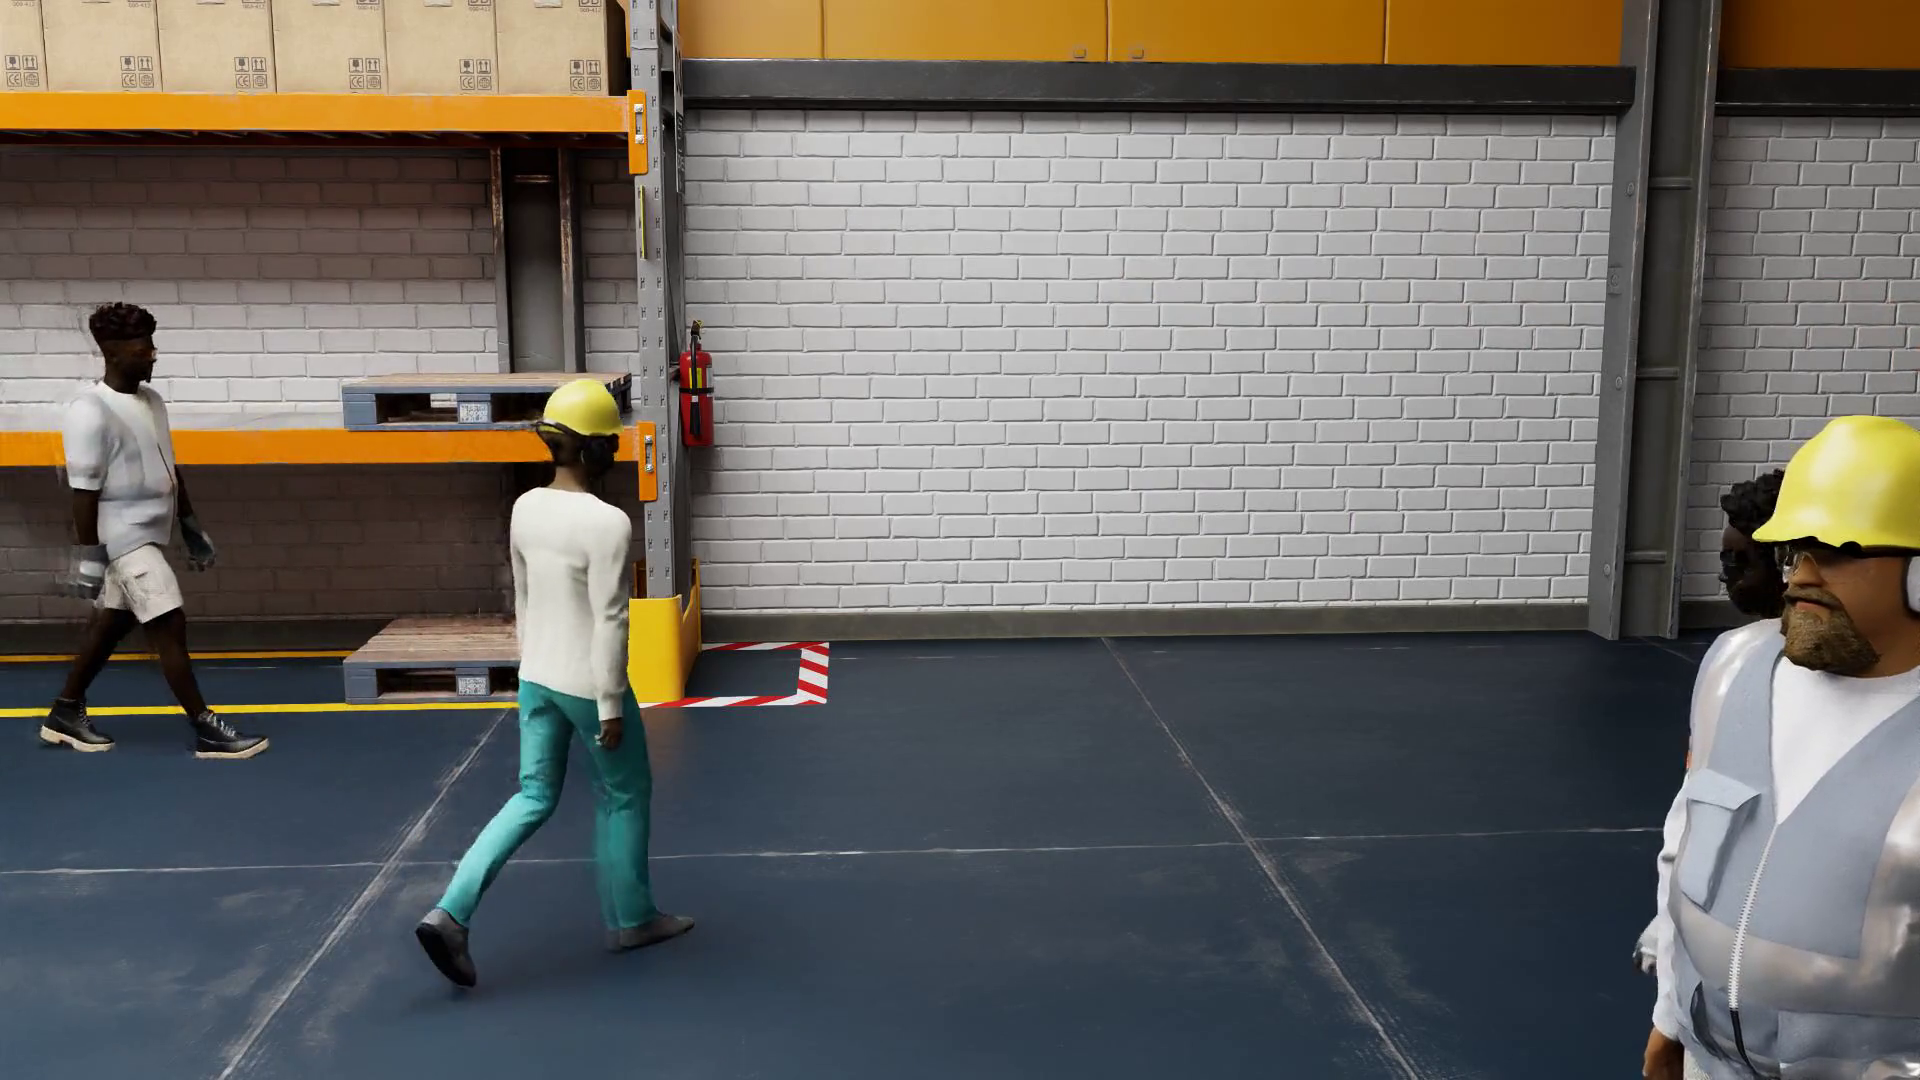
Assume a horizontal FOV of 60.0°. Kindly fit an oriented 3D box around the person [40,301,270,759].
[{"bbox_3d":[-3.457,-0.027,6.932,0.996,1.923,0.626,-1,9,-4],"label":"person"}]

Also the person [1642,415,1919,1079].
[{"bbox_3d":[1.225,0.738,2.371,0.404,1.835,0.586,-5,10,-28],"label":"person"}]

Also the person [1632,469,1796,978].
[{"bbox_3d":[1.590,0.701,3.104,0.760,1.672,0.533,8,12,41],"label":"person"}]

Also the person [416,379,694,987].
[{"bbox_3d":[-1.165,0.408,4.761,0.532,1.735,0.814,7,12,38],"label":"person"}]
